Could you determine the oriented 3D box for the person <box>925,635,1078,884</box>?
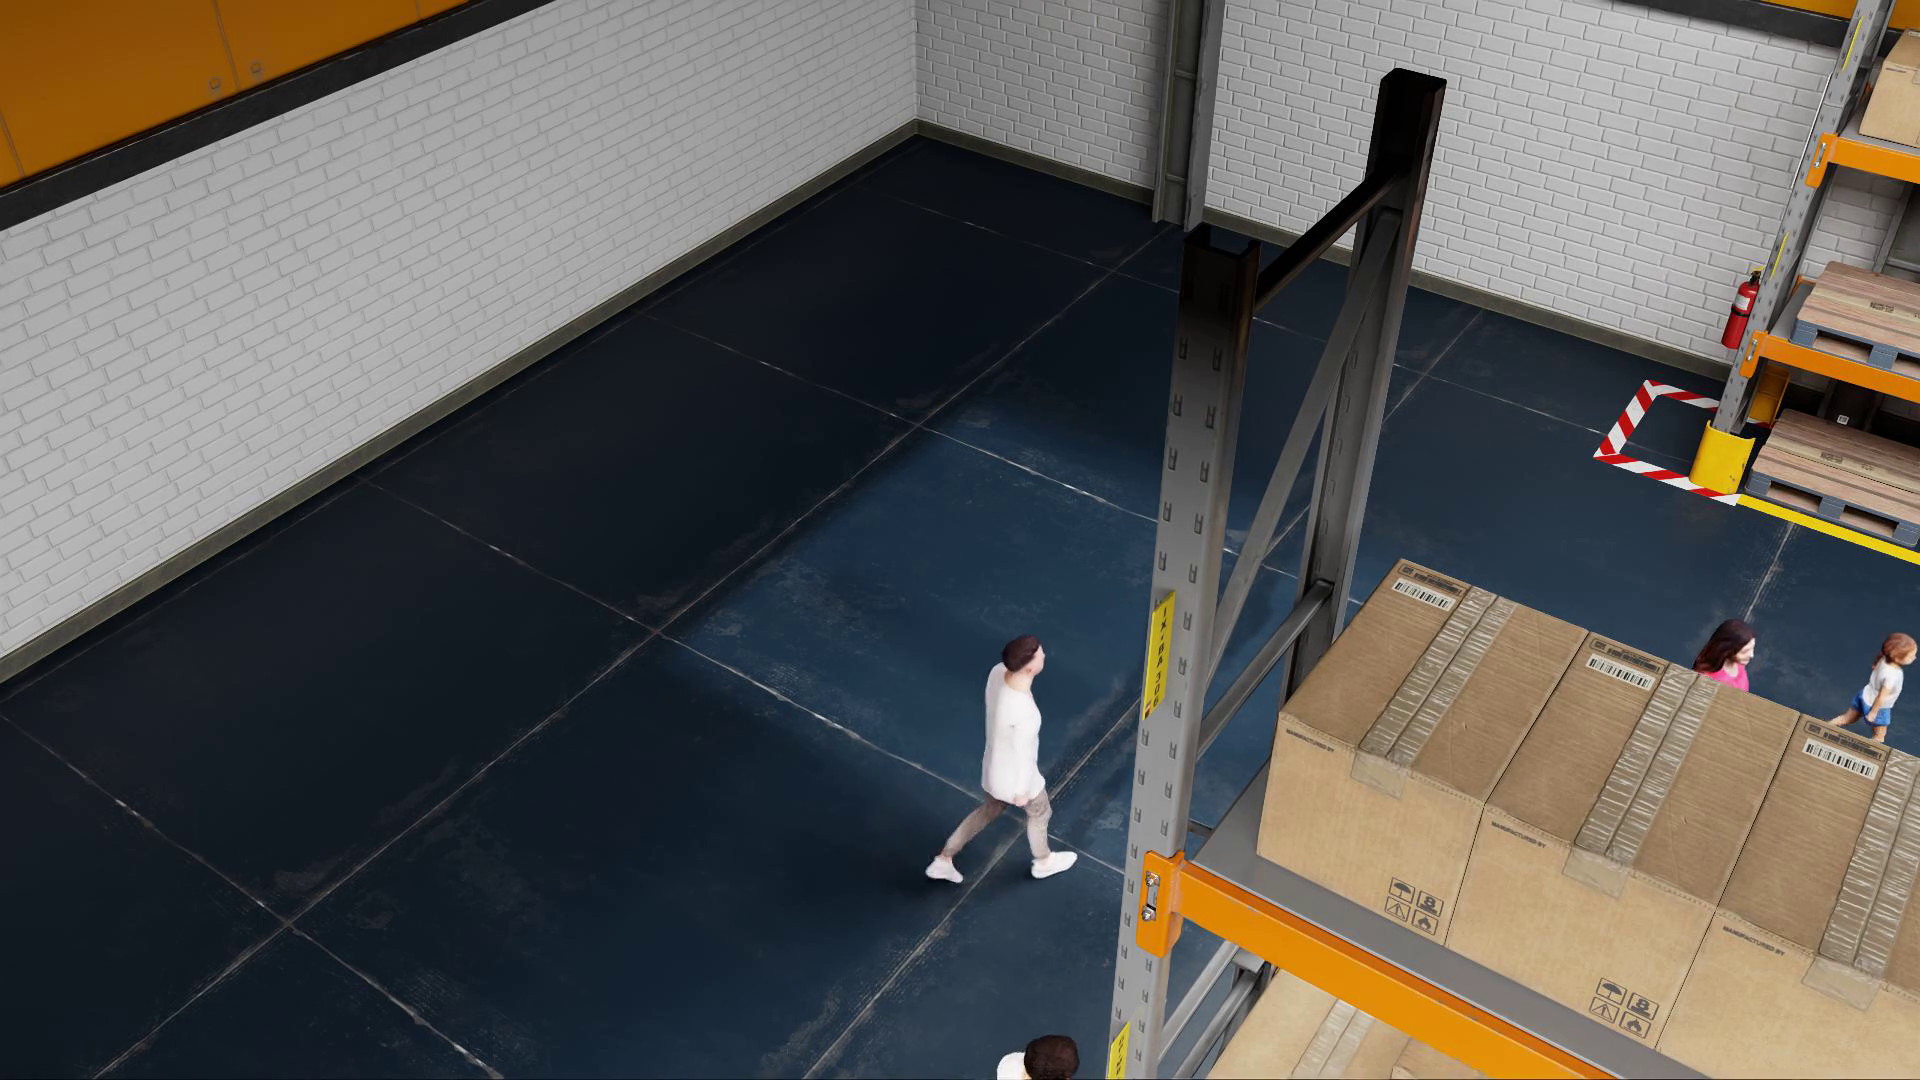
[{"bbox_3d":[0.208,1.256,9.013,1.123,1.808,1.180,-16,41,-19],"label":"person"}]

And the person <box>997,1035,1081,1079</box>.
[{"bbox_3d":[0.255,2.731,7.249,0.829,1.705,0.757,-19,42,-22],"label":"person"}]

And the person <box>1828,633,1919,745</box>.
[{"bbox_3d":[5.482,0.945,10.046,0.774,1.004,0.550,13,40,15],"label":"person"}]

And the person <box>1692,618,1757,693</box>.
[{"bbox_3d":[4.105,1.072,9.386,0.762,1.630,1.111,-29,47,-31],"label":"person"}]
